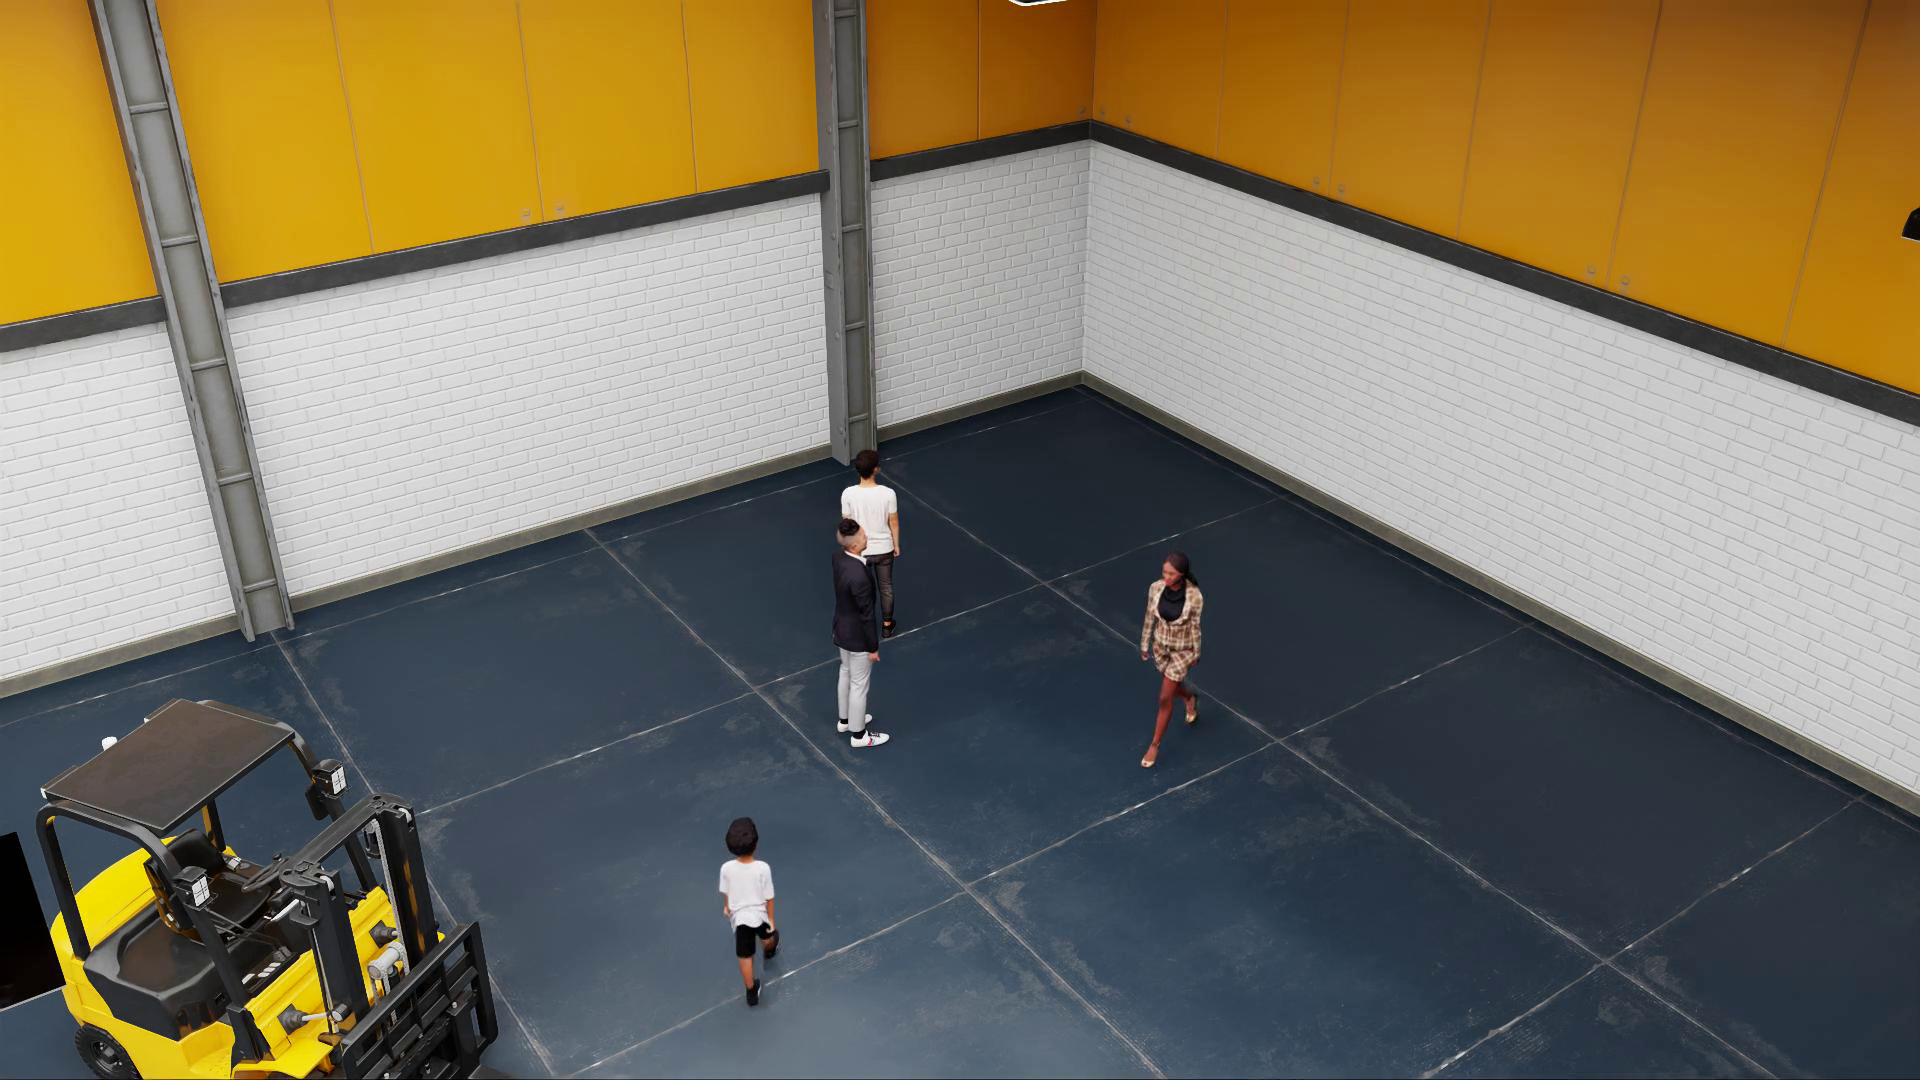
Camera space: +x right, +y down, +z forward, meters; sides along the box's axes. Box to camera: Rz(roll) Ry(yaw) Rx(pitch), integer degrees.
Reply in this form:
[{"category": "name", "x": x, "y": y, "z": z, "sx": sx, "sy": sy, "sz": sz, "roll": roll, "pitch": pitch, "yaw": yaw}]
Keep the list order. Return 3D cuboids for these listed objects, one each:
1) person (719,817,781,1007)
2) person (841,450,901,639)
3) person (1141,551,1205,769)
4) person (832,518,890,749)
[{"category": "person", "x": -1.304, "y": 2.346, "z": 10.282, "sx": 0.835, "sy": 1.226, "sz": 0.836, "roll": 1, "pitch": 29, "yaw": 2}, {"category": "person", "x": -0.753, "y": 0.037, "z": 14.000, "sx": 0.651, "sy": 1.720, "sz": 0.765, "roll": -1, "pitch": 29, "yaw": -2}, {"category": "person", "x": 1.644, "y": 0.825, "z": 12.521, "sx": 0.844, "sy": 1.753, "sz": 1.156, "roll": 19, "pitch": 34, "yaw": 30}, {"category": "person", "x": -0.800, "y": 0.668, "z": 12.602, "sx": 0.632, "sy": 1.950, "sz": 0.743, "roll": -13, "pitch": 31, "yaw": -23}]
